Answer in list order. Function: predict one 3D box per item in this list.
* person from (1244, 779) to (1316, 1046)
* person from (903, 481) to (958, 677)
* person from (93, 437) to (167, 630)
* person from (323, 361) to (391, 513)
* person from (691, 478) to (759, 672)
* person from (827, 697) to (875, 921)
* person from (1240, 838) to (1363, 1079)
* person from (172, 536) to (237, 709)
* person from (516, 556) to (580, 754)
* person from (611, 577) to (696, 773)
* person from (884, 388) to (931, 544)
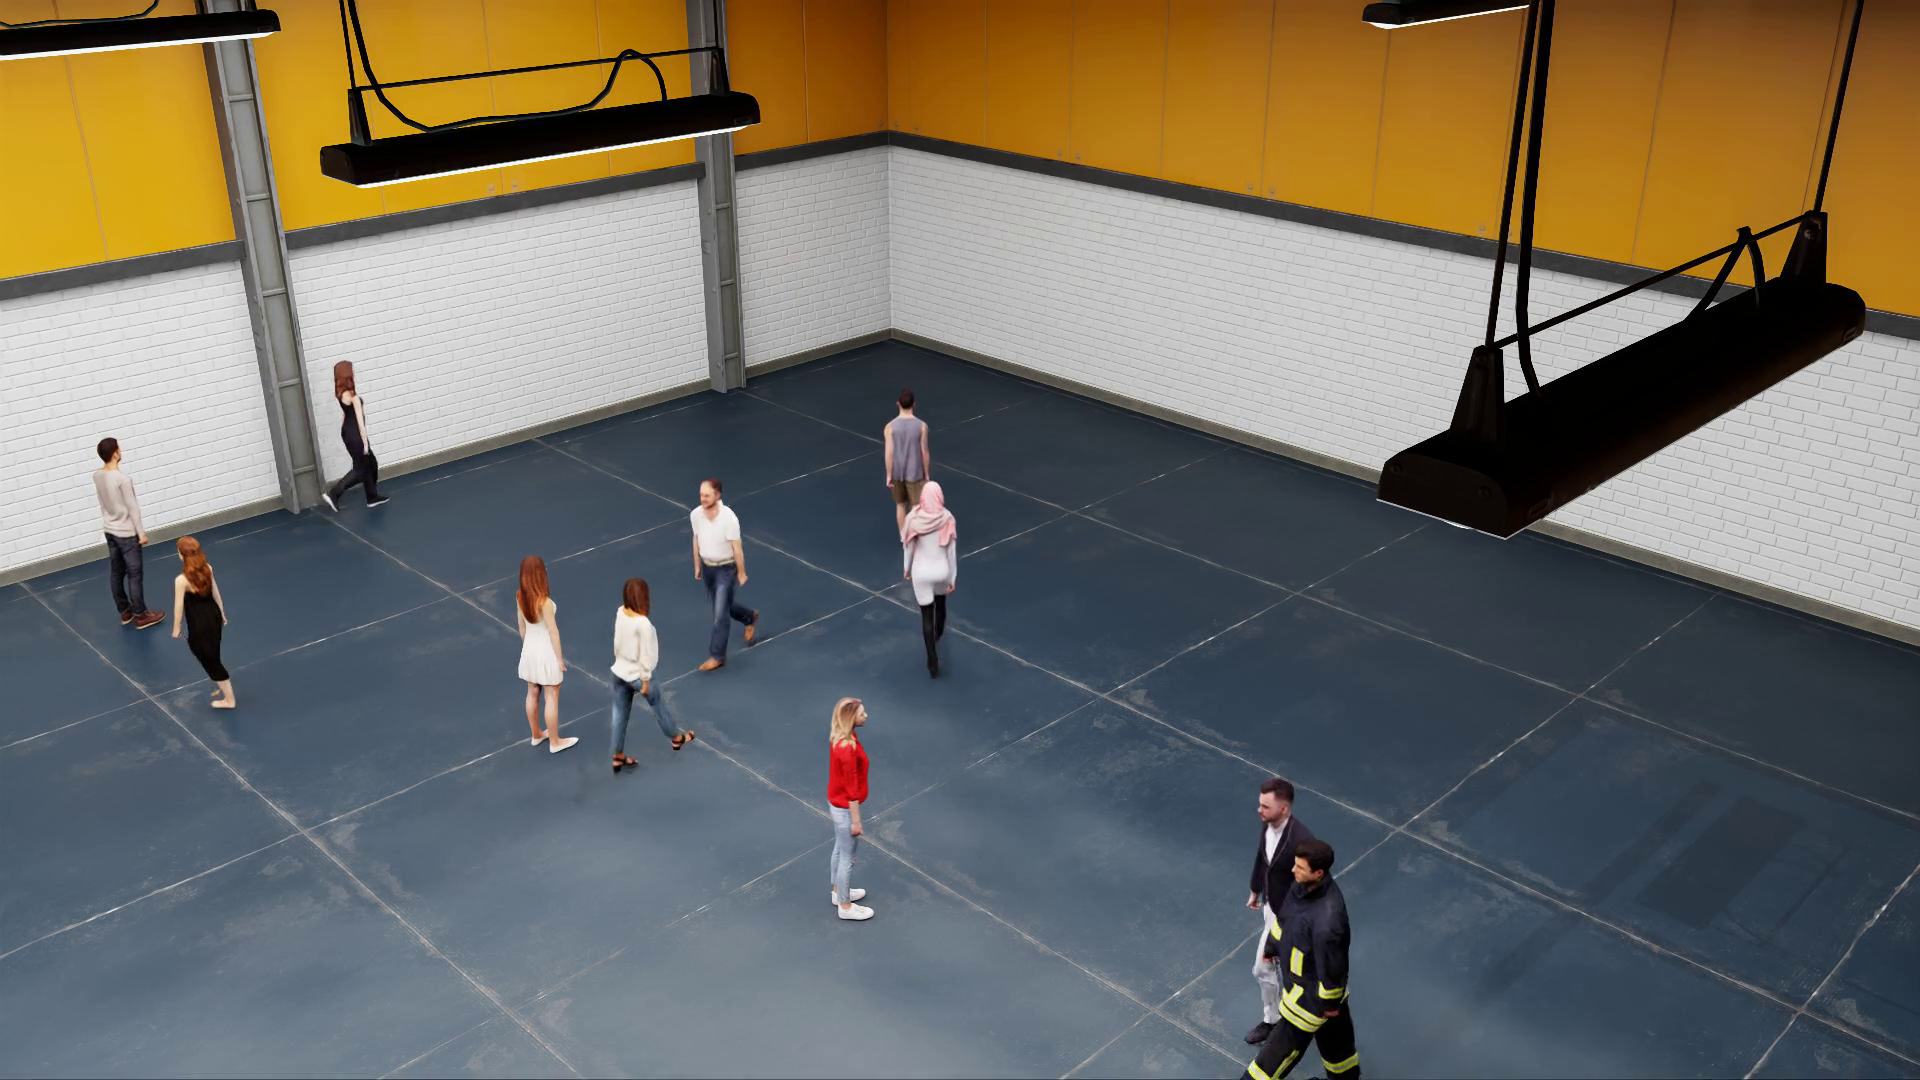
[{"bbox_3d":[2.113,2.302,10.418,0.871,1.812,0.832,-6,24,-14],"label":"person"},{"bbox_3d":[-0.255,0.373,14.882,1.114,1.771,1.106,-3,24,-7],"label":"person"},{"bbox_3d":[-7.957,-0.069,15.783,0.720,1.861,0.669,12,26,25],"label":"person"},{"bbox_3d":[-6.745,-1.104,18.318,0.575,1.725,0.986,21,31,39],"label":"person"},{"bbox_3d":[-2.113,0.240,15.109,0.825,1.834,1.171,13,27,28],"label":"person"},{"bbox_3d":[-0.786,1.851,11.586,0.693,1.703,0.691,-6,24,-13],"label":"person"},{"bbox_3d":[2.169,2.561,9.747,1.306,1.874,1.251,0,24,1],"label":"person"},{"bbox_3d":[-6.399,0.739,14.243,0.767,1.612,0.709,5,24,12],"label":"person"},{"bbox_3d":[-3.452,0.930,13.688,0.595,1.708,0.573,15,28,31],"label":"person"},{"bbox_3d":[-2.685,1.111,13.342,0.648,1.652,0.969,19,30,37],"label":"person"},{"bbox_3d":[-0.565,-0.676,17.469,0.986,1.832,1.022,-2,24,-6],"label":"person"}]
